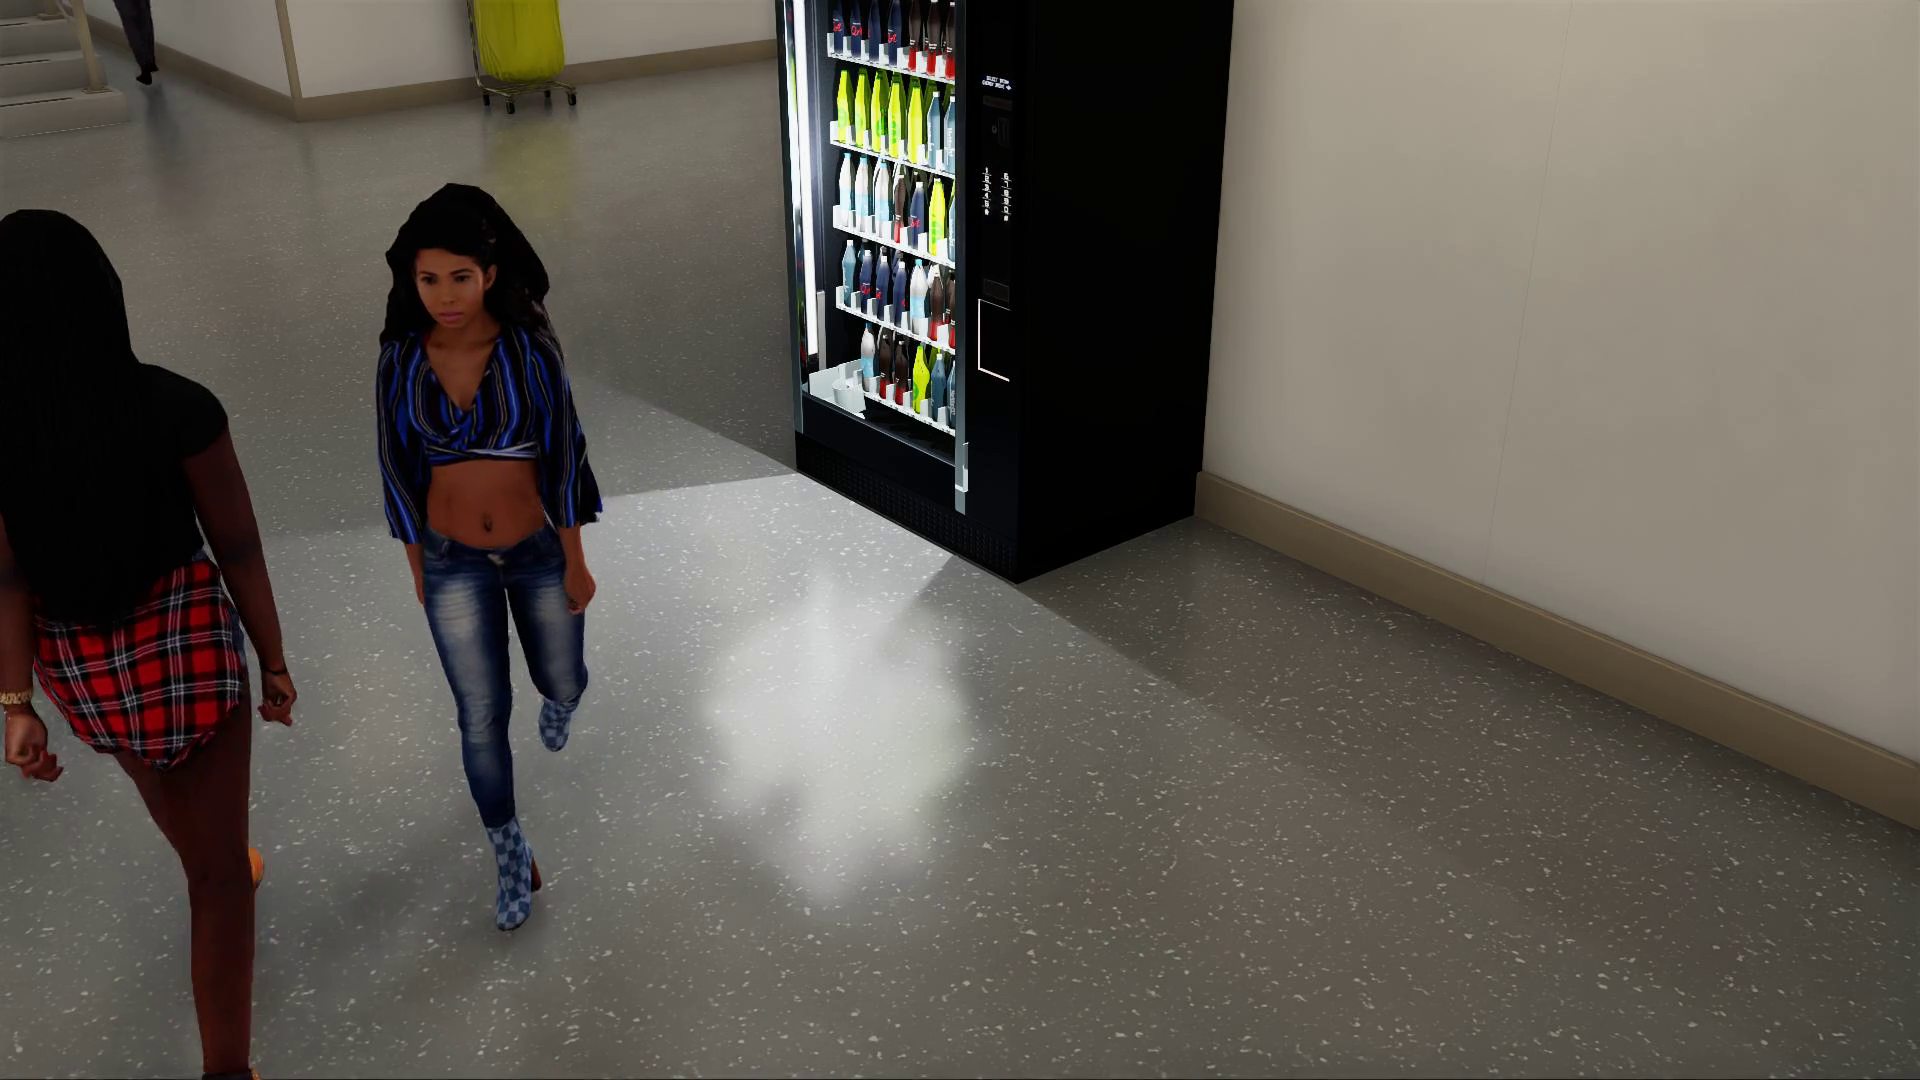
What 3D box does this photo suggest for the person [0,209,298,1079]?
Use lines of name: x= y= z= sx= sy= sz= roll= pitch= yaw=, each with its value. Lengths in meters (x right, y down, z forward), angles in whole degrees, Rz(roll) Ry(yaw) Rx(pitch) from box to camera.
person: x=-1.458 y=0.324 z=2.975 sx=1.091 sy=1.662 sz=1.361 roll=-3 pitch=26 yaw=-7

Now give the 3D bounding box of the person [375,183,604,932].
person: x=-0.993 y=0.031 z=3.656 sx=0.915 sy=1.598 sz=1.071 roll=-3 pitch=26 yaw=-7
